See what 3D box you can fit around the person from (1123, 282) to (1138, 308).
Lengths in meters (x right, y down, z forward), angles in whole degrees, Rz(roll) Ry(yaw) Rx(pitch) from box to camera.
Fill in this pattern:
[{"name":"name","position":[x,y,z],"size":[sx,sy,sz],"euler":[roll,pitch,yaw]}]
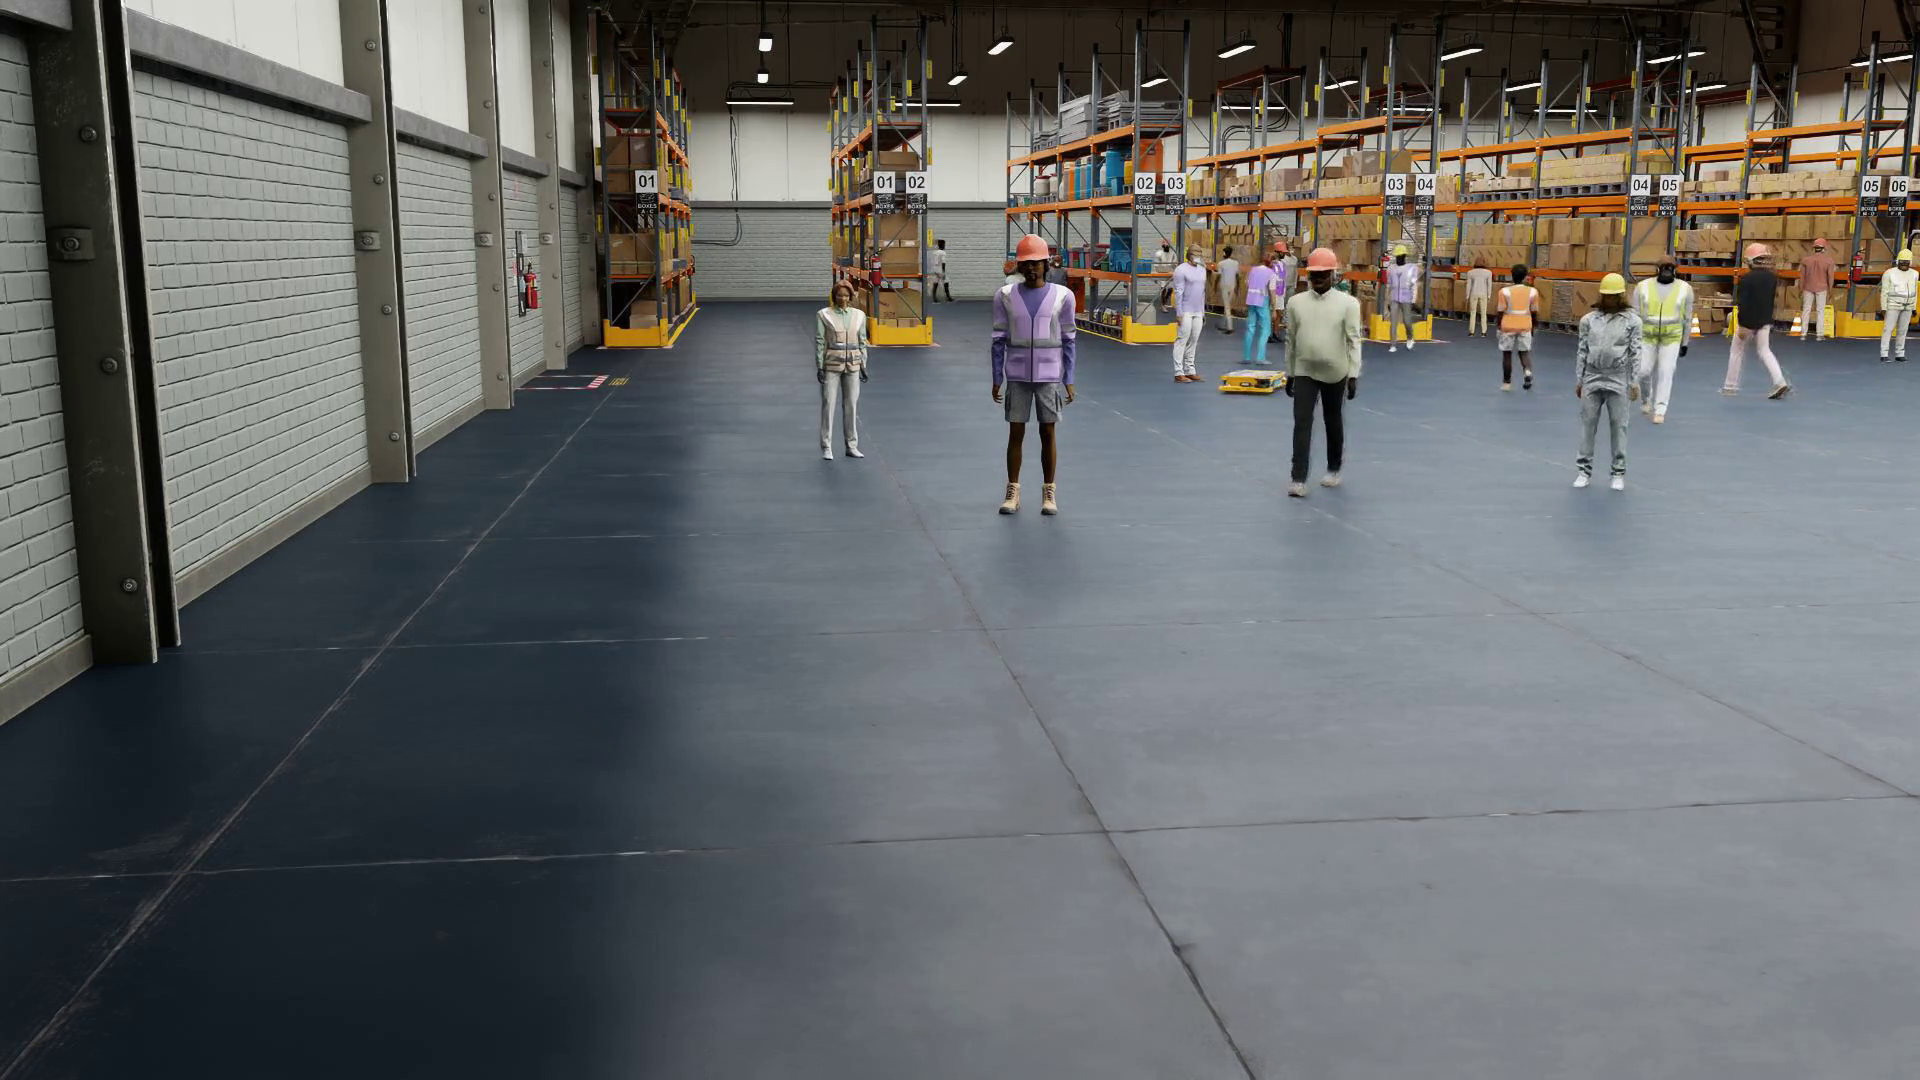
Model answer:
[{"name":"person","position":[4.290,-6.508,41.811],"size":[0.349,1.855,0.515],"euler":[9,13,39]}]

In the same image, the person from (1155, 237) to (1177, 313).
[{"name":"person","position":[5.493,-7.075,44.427],"size":[0.625,2.023,0.586],"euler":[-1,10,-6]}]

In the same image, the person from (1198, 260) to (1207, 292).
[{"name":"person","position":[5.426,-5.927,38.746],"size":[0.623,1.791,0.907],"euler":[1,10,6]}]

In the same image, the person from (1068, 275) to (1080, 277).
[{"name":"person","position":[3.097,-7.312,46.573],"size":[0.545,1.716,0.928],"euler":[-1,10,-7]}]

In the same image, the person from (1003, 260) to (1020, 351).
[{"name":"person","position":[0.982,-4.111,29.300],"size":[0.497,1.623,0.505],"euler":[5,11,25]}]

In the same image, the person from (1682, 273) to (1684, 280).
[{"name":"person","position":[20.370,-7.600,47.708],"size":[0.626,1.868,0.973],"euler":[1,10,3]}]

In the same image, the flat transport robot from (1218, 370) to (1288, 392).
[{"name":"flat transport robot","position":[3.894,-2.108,22.004],"size":[0.652,0.197,1.431],"euler":[4,11,21]}]

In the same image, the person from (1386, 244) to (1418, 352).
[{"name":"person","position":[7.828,-4.279,29.443],"size":[0.591,1.898,0.738],"euler":[6,12,30]}]

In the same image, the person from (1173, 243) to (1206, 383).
[{"name":"person","position":[3.211,-3.153,23.177],"size":[0.627,1.933,0.376],"euler":[-10,14,-42]}]

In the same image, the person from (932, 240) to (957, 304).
[{"name":"person","position":[-0.494,-8.136,50.485],"size":[0.912,1.927,0.638],"euler":[-8,13,-38]}]

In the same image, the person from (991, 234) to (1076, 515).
[{"name":"person","position":[0.532,-1.194,12.130],"size":[0.615,2.041,0.384],"euler":[1,10,7]}]

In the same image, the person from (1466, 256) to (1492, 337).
[{"name":"person","position":[10.557,-4.954,33.865],"size":[0.499,1.634,0.285],"euler":[3,11,16]}]

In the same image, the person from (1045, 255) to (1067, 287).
[{"name":"person","position":[2.092,-5.361,36.098],"size":[0.499,1.633,0.279],"euler":[-3,11,-15]}]

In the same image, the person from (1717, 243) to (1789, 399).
[{"name":"person","position":[10.060,-2.760,20.969],"size":[0.624,1.963,0.974],"euler":[-3,11,-17]}]

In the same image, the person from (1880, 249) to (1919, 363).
[{"name":"person","position":[15.114,-3.753,26.744],"size":[0.602,1.828,0.404],"euler":[-1,10,-4]}]

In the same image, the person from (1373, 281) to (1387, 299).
[{"name":"person","position":[10.946,-6.668,43.279],"size":[0.508,1.629,0.319],"euler":[-4,11,-22]}]

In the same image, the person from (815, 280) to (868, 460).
[{"name":"person","position":[-1.085,-1.555,15.222],"size":[0.514,1.639,0.310],"euler":[-5,12,-26]}]

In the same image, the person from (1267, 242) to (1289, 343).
[{"name":"person","position":[6.096,-4.737,31.890],"size":[0.541,1.930,0.385],"euler":[-10,14,-44]}]

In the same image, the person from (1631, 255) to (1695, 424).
[{"name":"person","position":[7.654,-2.192,18.180],"size":[0.645,1.831,0.505],"euler":[5,11,24]}]

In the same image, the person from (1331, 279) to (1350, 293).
[{"name":"person","position":[9.261,-6.262,40.678],"size":[0.533,1.767,0.327],"euler":[-1,10,-5]}]

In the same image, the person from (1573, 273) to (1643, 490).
[{"name":"person","position":[5.208,-1.269,13.392],"size":[0.498,1.736,0.312],"euler":[6,12,29]}]

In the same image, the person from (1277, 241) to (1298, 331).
[{"name":"person","position":[7.068,-5.496,36.052],"size":[0.625,1.931,0.376],"euler":[-7,13,-35]}]

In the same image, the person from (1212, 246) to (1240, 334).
[{"name":"person","position":[5.535,-5.247,34.924],"size":[0.554,1.830,0.913],"euler":[-5,11,-26]}]

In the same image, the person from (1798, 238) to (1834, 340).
[{"name":"person","position":[16.802,-4.913,32.651],"size":[0.622,1.993,0.382],"euler":[7,12,34]}]

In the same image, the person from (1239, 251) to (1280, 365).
[{"name":"person","position":[4.720,-3.679,26.419],"size":[0.400,1.809,0.726],"euler":[-7,13,-35]}]

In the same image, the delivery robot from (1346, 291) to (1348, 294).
[{"name":"delivery robot","position":[11.910,-7.368,49.804],"size":[0.707,0.478,0.477],"euler":[9,14,41]}]

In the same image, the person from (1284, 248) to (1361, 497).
[{"name":"person","position":[2.881,-1.342,13.226],"size":[0.633,1.947,1.016],"euler":[5,11,24]}]

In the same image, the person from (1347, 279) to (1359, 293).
[{"name":"person","position":[11.638,-7.945,49.569],"size":[0.556,1.891,0.666],"euler":[9,14,40]}]

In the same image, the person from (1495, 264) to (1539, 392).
[{"name":"person","position":[7.241,-2.744,21.620],"size":[0.537,1.687,0.470],"euler":[0,10,1]}]
